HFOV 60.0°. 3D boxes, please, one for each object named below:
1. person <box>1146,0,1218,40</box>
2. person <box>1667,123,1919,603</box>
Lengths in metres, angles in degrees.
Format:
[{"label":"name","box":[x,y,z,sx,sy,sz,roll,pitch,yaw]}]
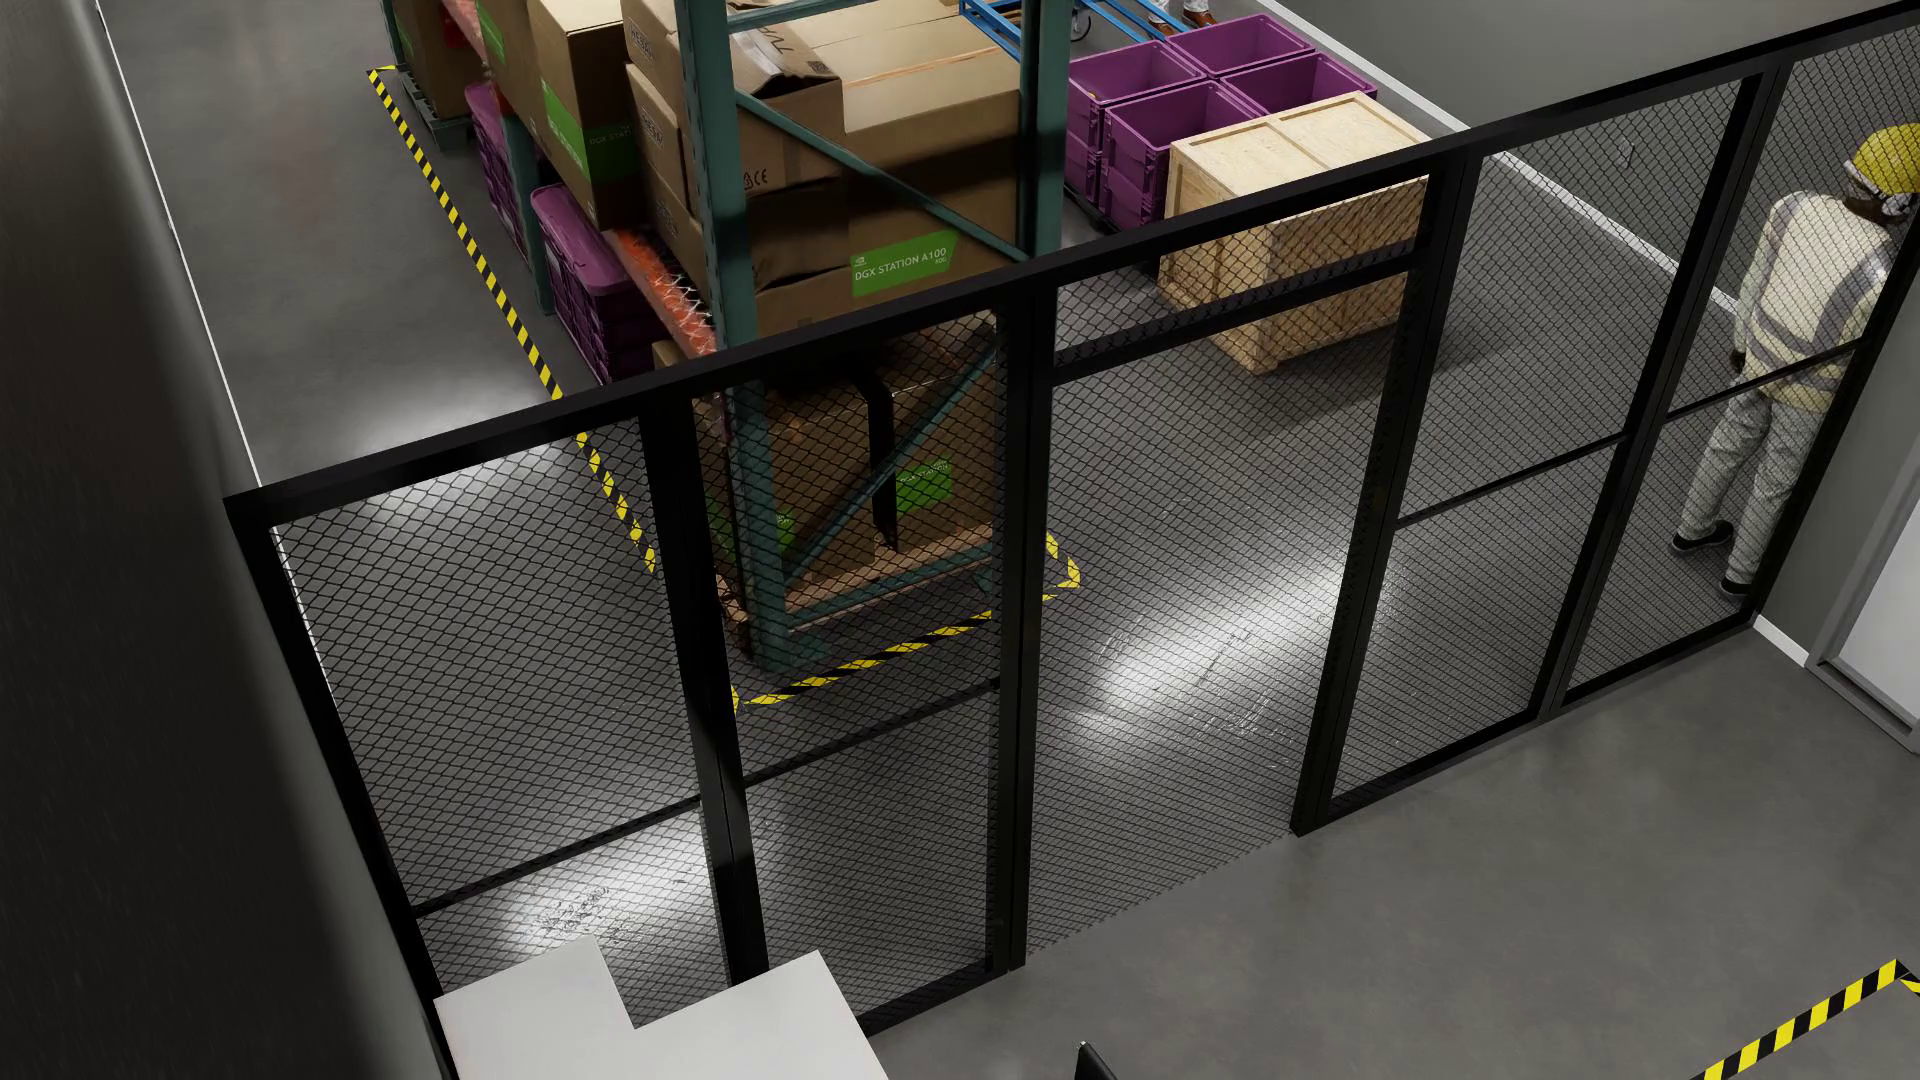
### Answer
[{"label":"person","box":[1.286,-3.621,8.906,0.635,1.937,0.353,-22,47,-22]},{"label":"person","box":[2.871,-0.576,5.653,0.404,1.830,0.599,-14,44,-15]}]
